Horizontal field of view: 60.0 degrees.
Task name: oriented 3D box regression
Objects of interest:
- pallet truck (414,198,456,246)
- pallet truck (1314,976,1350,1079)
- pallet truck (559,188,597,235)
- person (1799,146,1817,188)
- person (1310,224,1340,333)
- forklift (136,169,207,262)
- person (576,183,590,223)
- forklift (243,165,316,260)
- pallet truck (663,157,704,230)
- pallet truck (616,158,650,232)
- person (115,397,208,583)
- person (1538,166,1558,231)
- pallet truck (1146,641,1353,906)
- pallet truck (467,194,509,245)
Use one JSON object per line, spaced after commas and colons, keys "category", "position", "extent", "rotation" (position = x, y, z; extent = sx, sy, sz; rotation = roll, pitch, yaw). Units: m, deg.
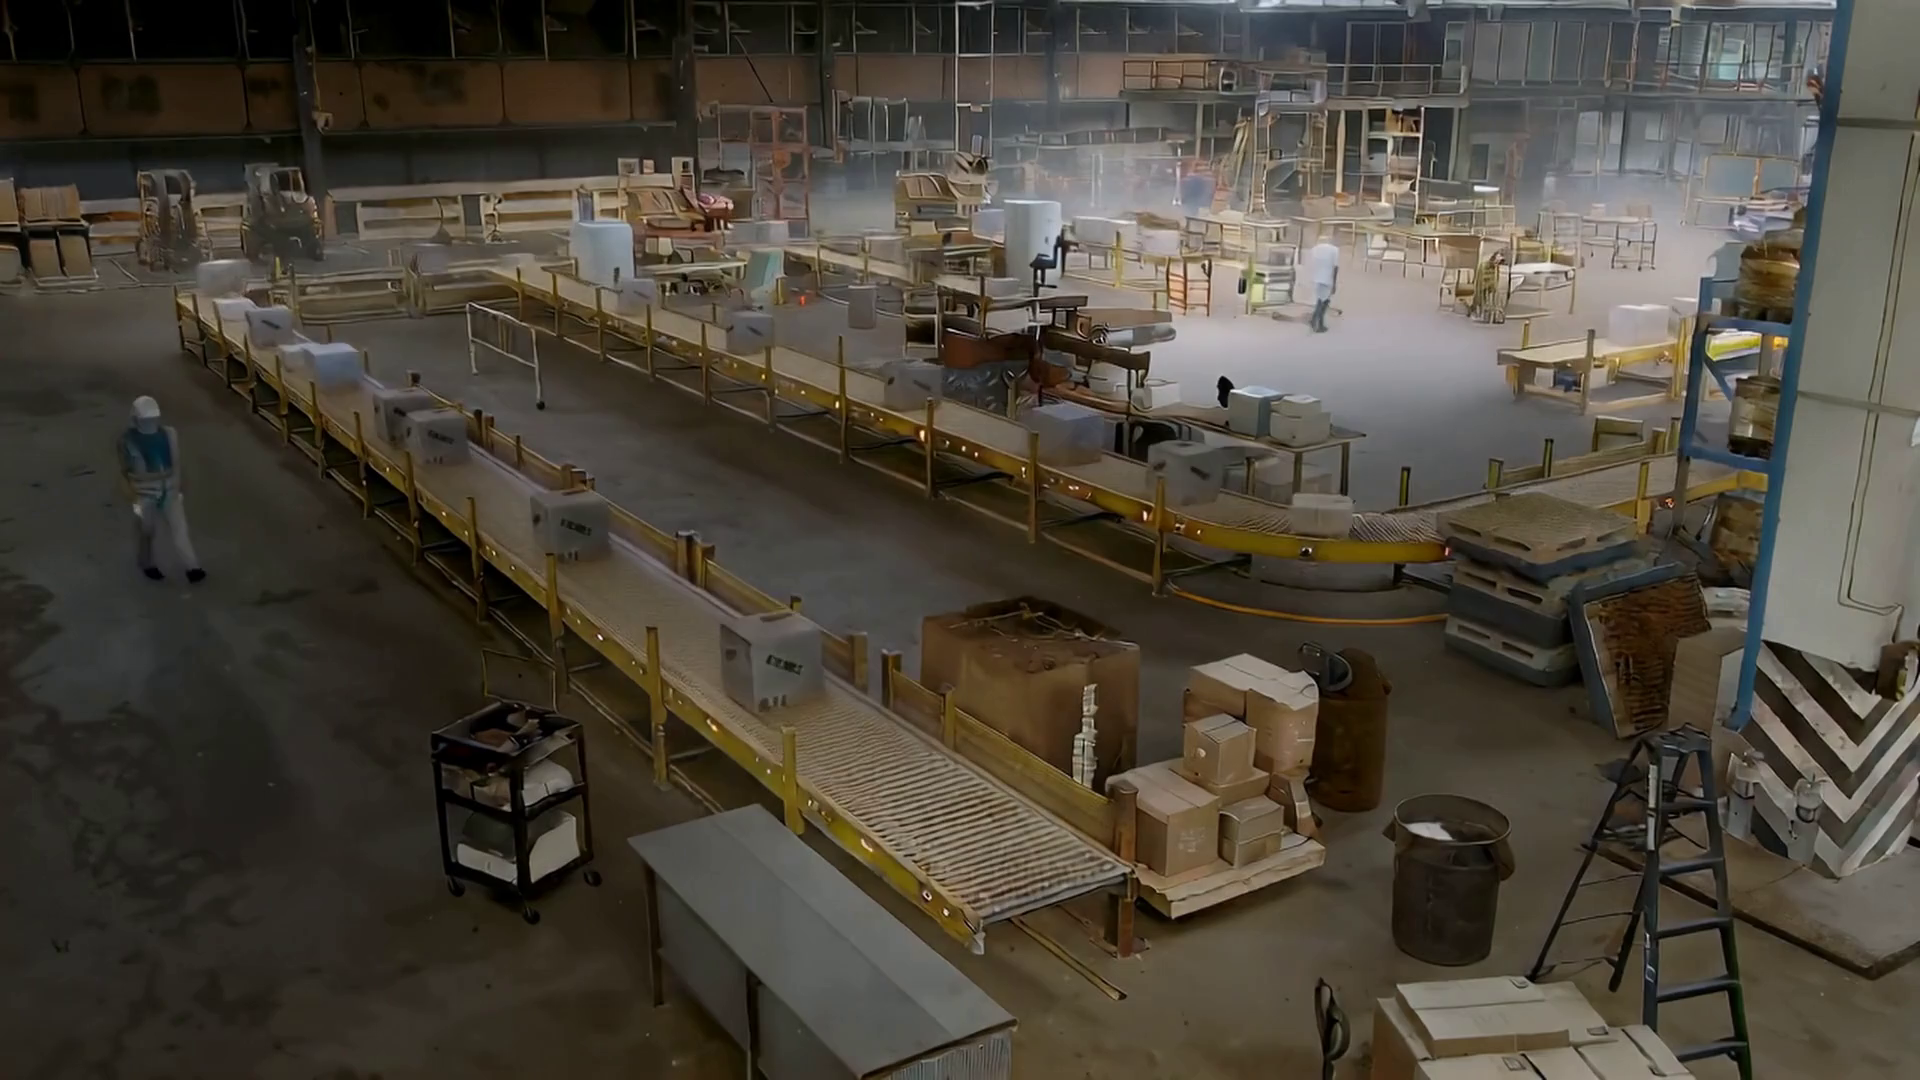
{"category": "pallet truck", "position": [-13.250, -8.060, 41.856], "extent": [0.680, 1.201, 1.601], "rotation": [-10, 20, -31]}
{"category": "pallet truck", "position": [2.299, 2.390, 7.086], "extent": [1.601, 1.201, 0.680], "rotation": [-2, 17, -7]}
{"category": "pallet truck", "position": [-10.010, -8.652, 43.699], "extent": [0.653, 1.274, 1.630], "rotation": [-10, 20, -31]}
{"category": "person", "position": [25.849, -11.083, 50.803], "extent": [0.557, 1.899, 0.582], "rotation": [-5, 17, -16]}
{"category": "person", "position": [6.305, -4.524, 28.916], "extent": [0.554, 1.916, 0.599], "rotation": [15, 22, 40]}
{"category": "forklift", "position": [-17.842, -7.318, 37.559], "extent": [1.157, 1.987, 2.680], "rotation": [-10, 20, -31]}
{"category": "person", "position": [-8.801, -7.472, 38.979], "extent": [0.310, 1.768, 0.533], "rotation": [-11, 20, -33]}
{"category": "forklift", "position": [-15.898, -7.669, 38.708], "extent": [1.157, 1.987, 2.680], "rotation": [-11, 20, -33]}
{"category": "pallet truck", "position": [-7.586, -9.308, 44.692], "extent": [0.823, 1.965, 1.885], "rotation": [-11, 20, -33]}
{"category": "pallet truck", "position": [-8.918, -9.176, 44.255], "extent": [0.823, 1.965, 1.885], "rotation": [-9, 19, -27]}
{"category": "person", "position": [-7.491, -0.448, 15.557], "extent": [0.916, 1.785, 0.609], "rotation": [13, 21, 37]}
{"category": "person", "position": [15.773, -9.130, 44.558], "extent": [0.508, 1.730, 0.412], "rotation": [-9, 19, -27]}
{"category": "pallet truck", "position": [1.664, 1.407, 10.232], "extent": [1.630, 1.274, 0.653], "rotation": [-10, 20, -31]}
{"category": "pallet truck", "position": [-11.983, -8.177, 42.137], "extent": [0.704, 1.261, 1.522], "rotation": [-11, 20, -33]}
